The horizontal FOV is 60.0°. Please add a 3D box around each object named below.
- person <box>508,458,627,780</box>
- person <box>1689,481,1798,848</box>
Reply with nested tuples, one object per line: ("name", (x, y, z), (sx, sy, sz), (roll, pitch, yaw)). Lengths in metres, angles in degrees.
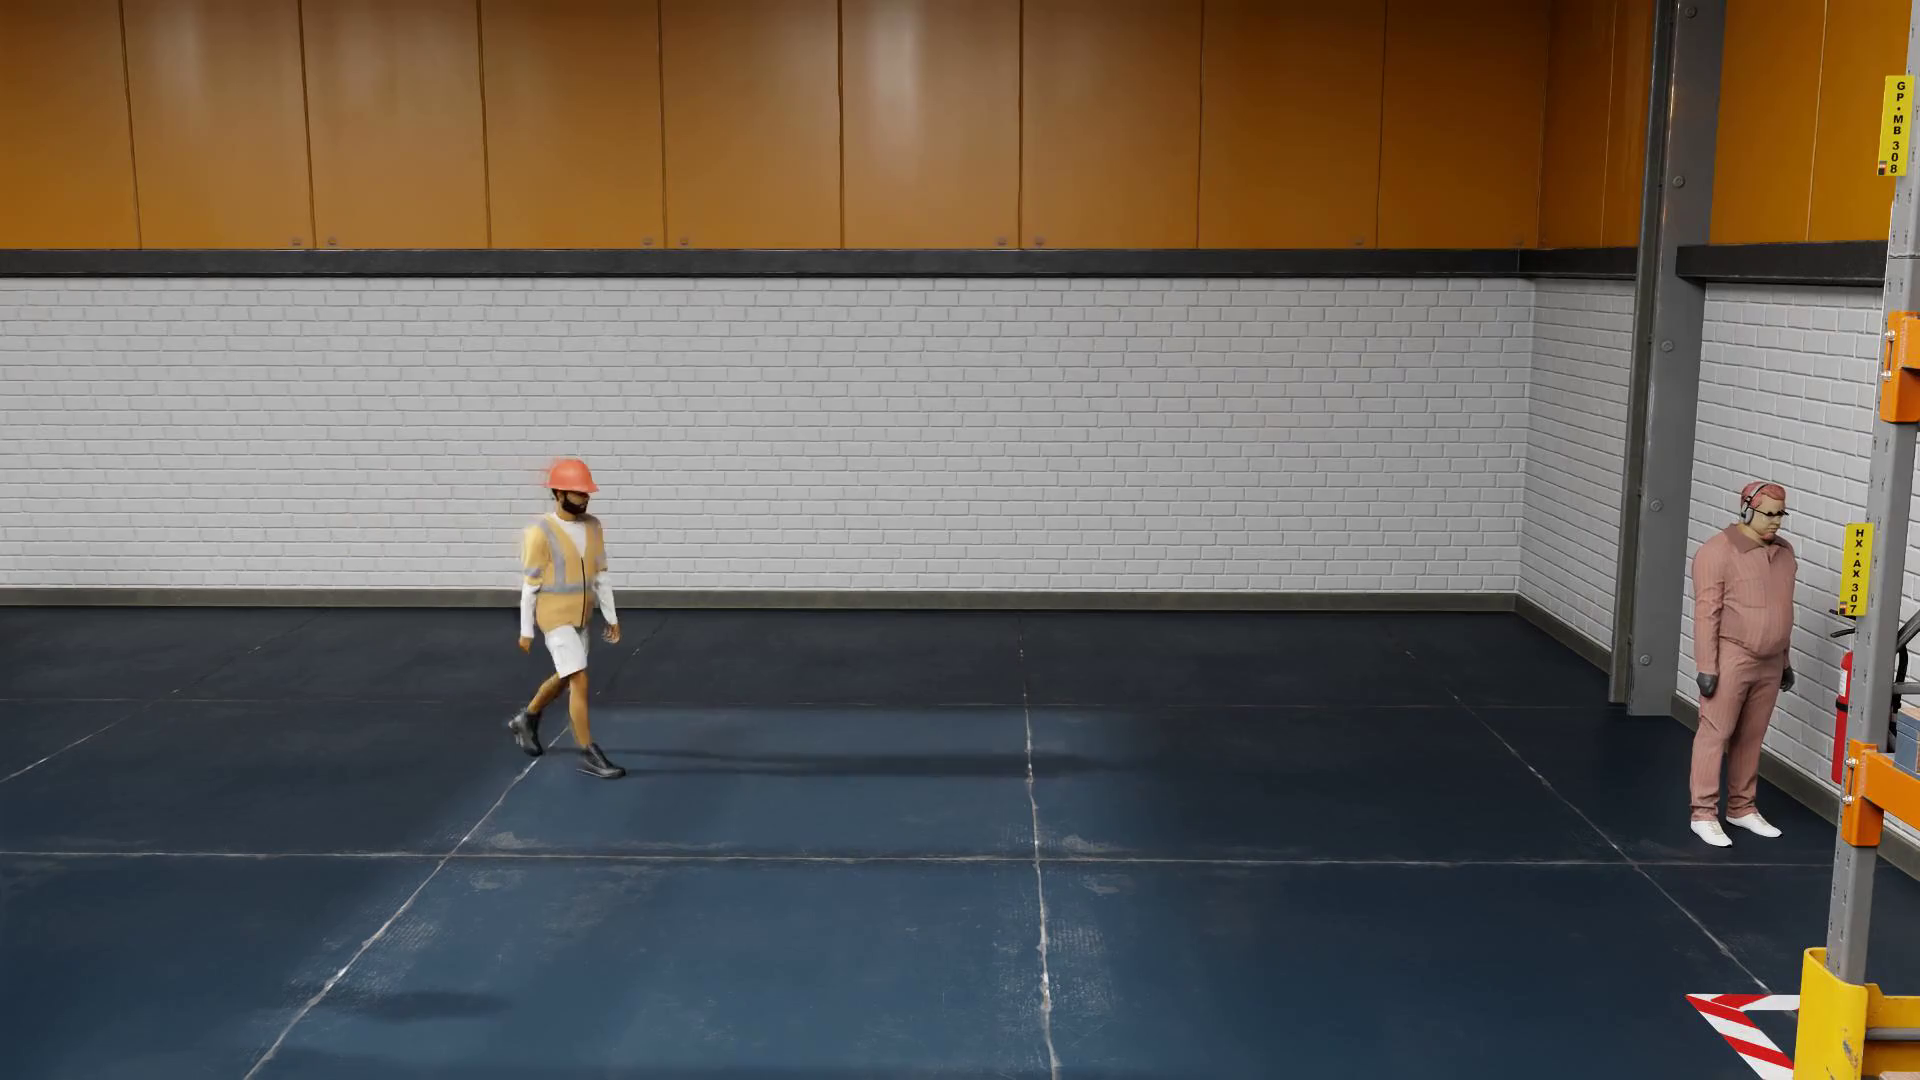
("person", (-2.395, 0.438, 9.895), (0.949, 1.898, 0.552), (5, 11, 29))
("person", (4.106, 0.638, 8.672), (0.638, 1.903, 0.409), (-4, 10, -24))
